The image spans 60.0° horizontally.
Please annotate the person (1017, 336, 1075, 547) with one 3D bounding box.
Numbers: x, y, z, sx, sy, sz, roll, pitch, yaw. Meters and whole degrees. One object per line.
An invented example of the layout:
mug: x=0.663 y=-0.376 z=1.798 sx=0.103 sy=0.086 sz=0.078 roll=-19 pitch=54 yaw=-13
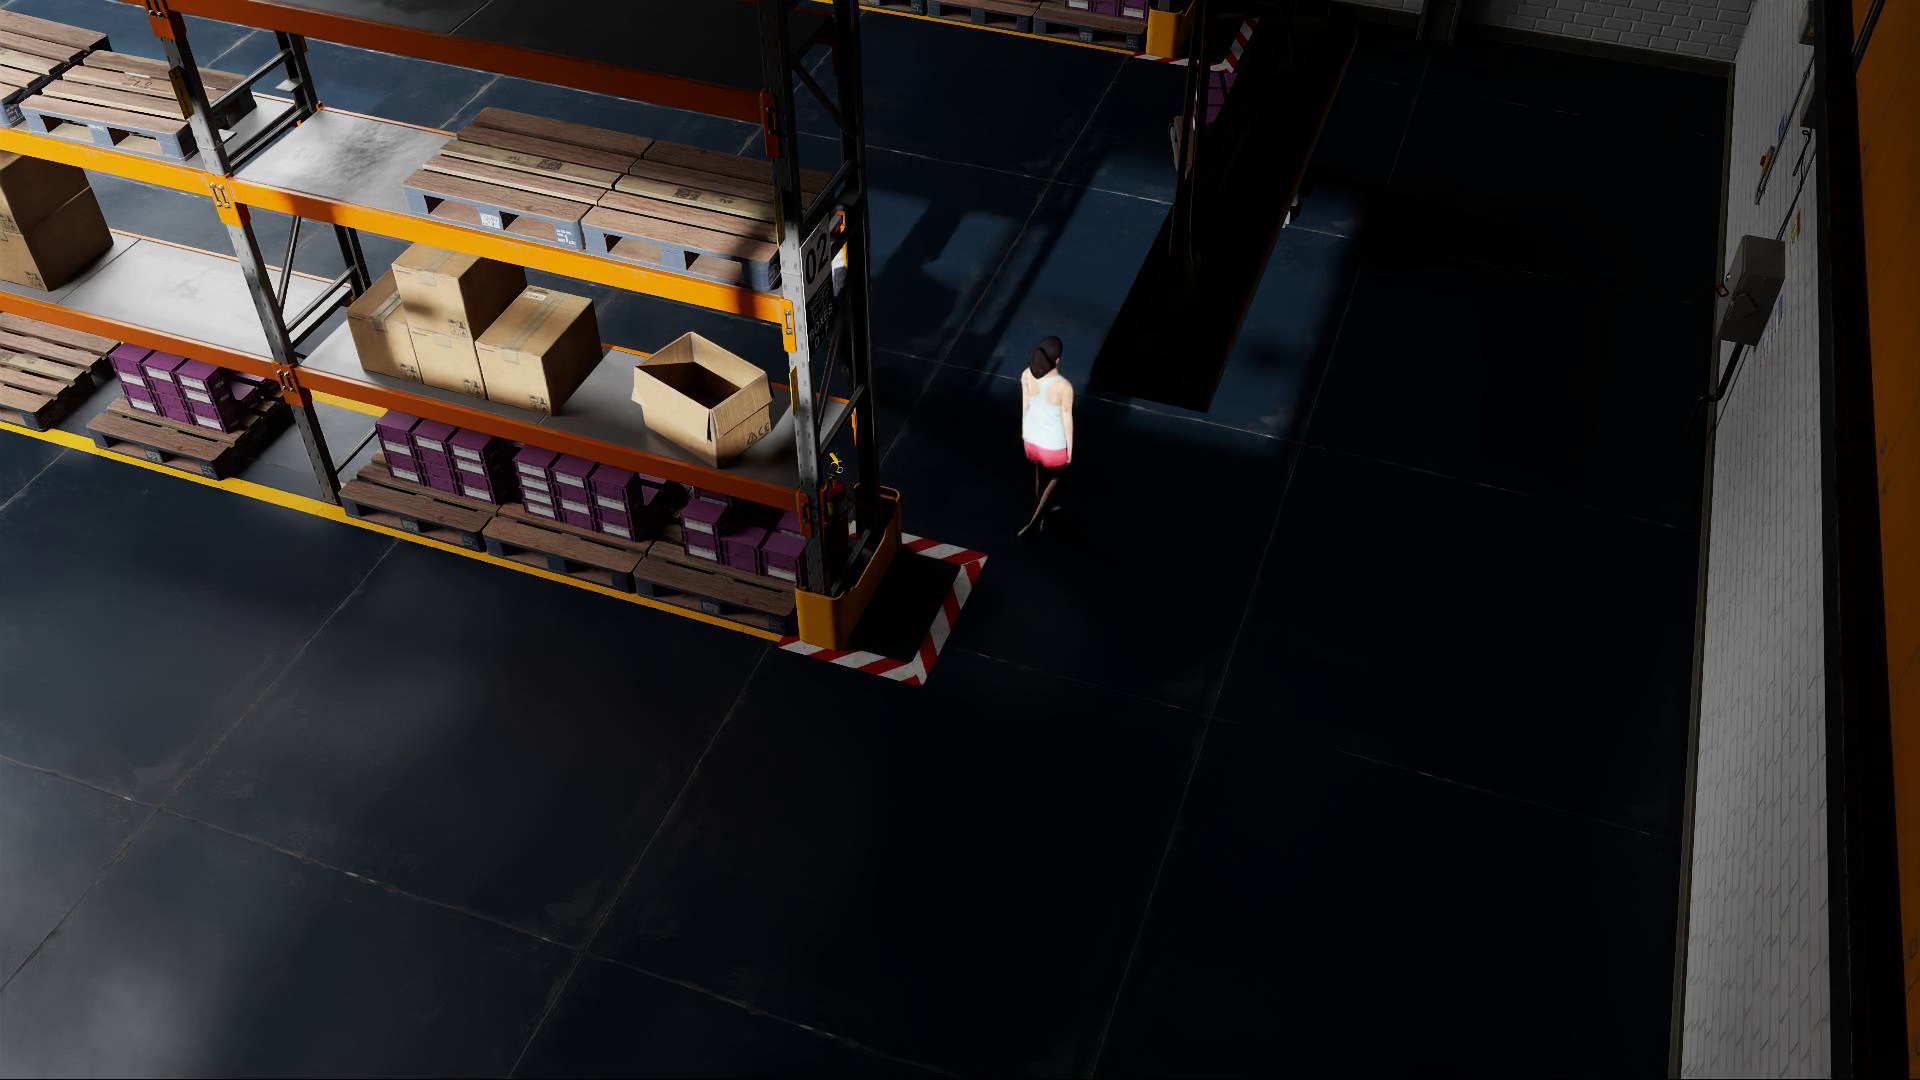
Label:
person: x=0.557 y=-0.650 z=11.596 sx=0.884 sy=1.752 sz=0.761 roll=23 pitch=48 yaw=23
